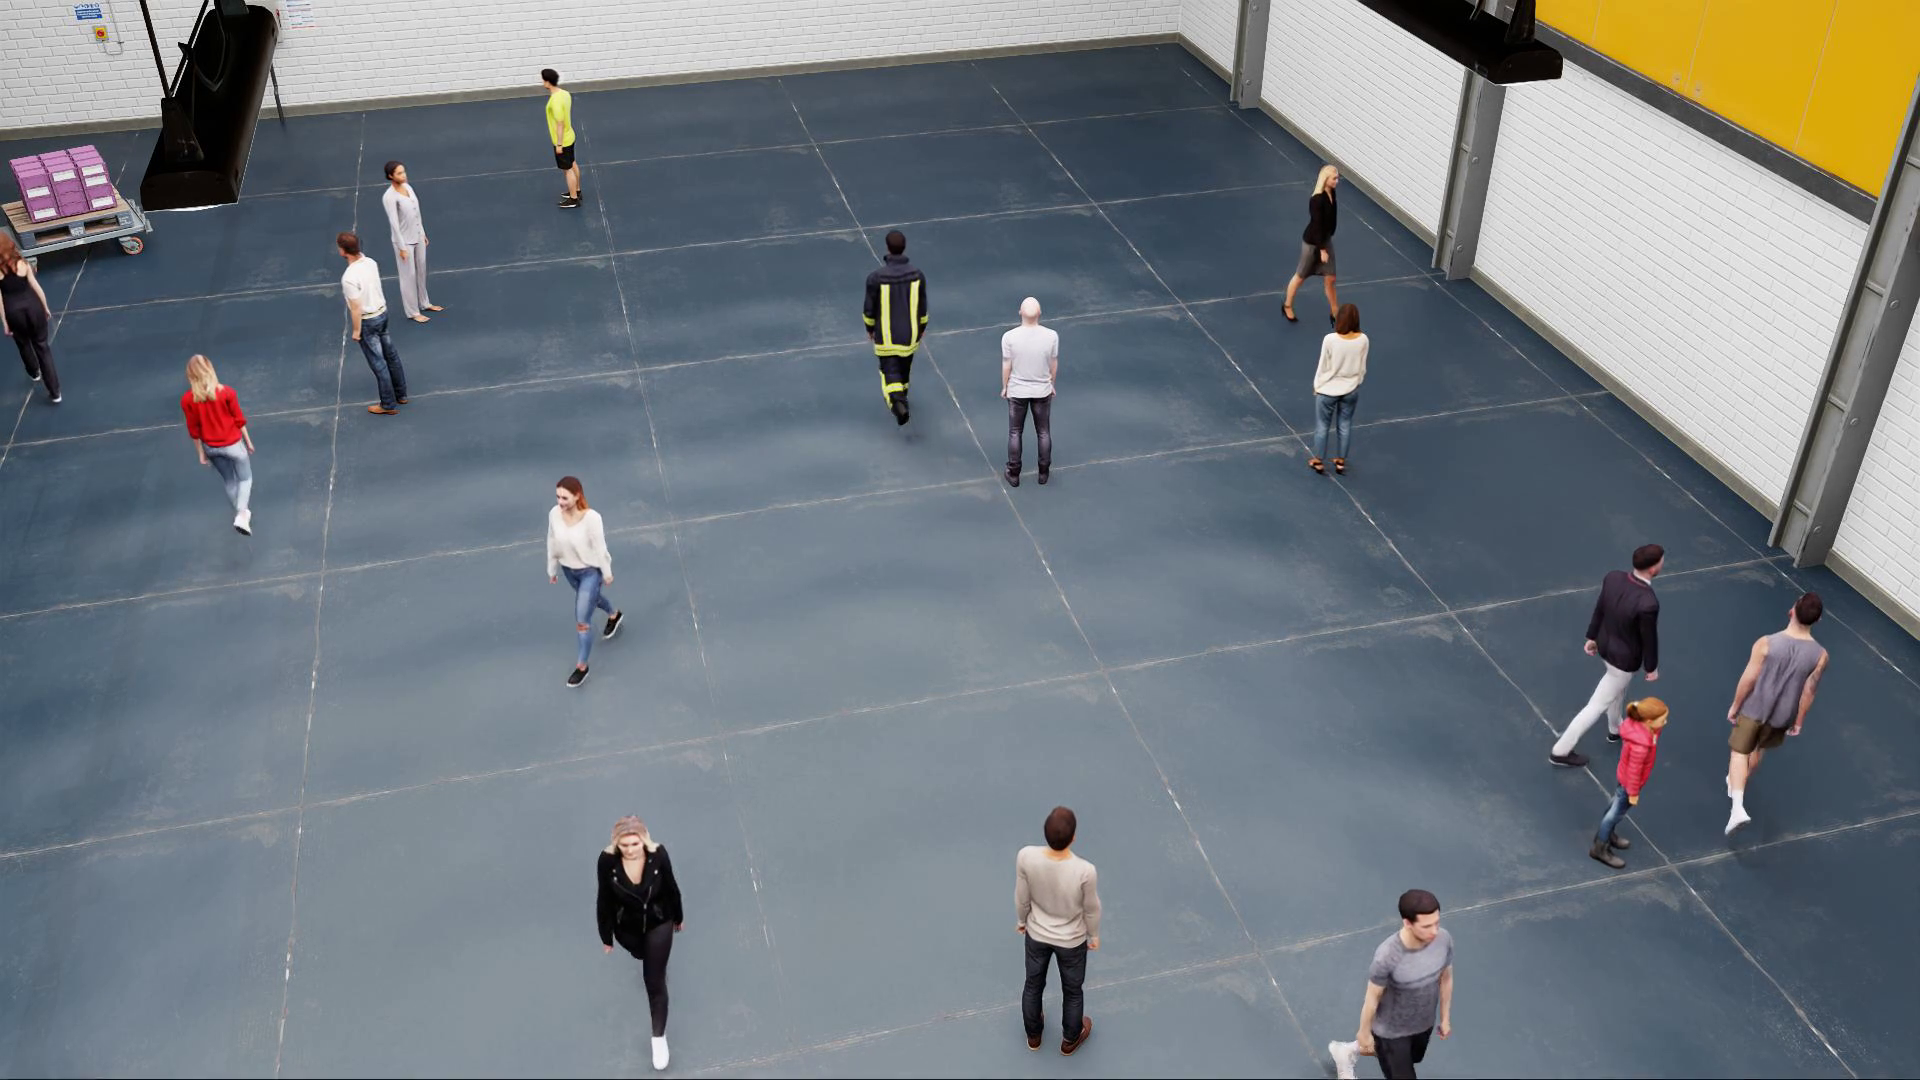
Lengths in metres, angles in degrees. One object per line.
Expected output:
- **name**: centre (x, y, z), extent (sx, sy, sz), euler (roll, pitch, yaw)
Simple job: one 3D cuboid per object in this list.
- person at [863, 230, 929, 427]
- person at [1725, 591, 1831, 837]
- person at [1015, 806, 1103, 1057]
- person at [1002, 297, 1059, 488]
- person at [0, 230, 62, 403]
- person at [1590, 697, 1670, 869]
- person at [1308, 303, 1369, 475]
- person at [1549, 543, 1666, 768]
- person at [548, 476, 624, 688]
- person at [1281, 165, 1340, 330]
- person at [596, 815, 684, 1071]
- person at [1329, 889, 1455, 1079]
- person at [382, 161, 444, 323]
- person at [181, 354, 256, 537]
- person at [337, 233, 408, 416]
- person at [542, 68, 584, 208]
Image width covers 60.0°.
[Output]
- **person**: centre (-0.586, -1.976, 15.762), extent (0.771, 1.904, 1.083), euler (-8, 34, -12)
- **person**: centre (5.449, 1.186, 11.183), extent (1.005, 1.822, 1.182), euler (9, 35, 13)
- **person**: centre (0.547, 2.233, 9.461), extent (0.743, 1.870, 0.756), euler (10, 35, 14)
- **person**: centre (0.616, -1.324, 14.845), extent (0.687, 1.833, 0.629), euler (-4, 34, -5)
- **person**: centre (-9.080, -2.137, 16.178), extent (0.794, 1.712, 1.101), euler (-20, 38, -27)
- **person**: centre (4.400, 1.565, 10.968), extent (0.646, 1.315, 0.583), euler (17, 37, 24)
- **person**: centre (3.419, -1.361, 15.042), extent (0.641, 1.678, 0.586), euler (-4, 34, -5)
- **person**: centre (4.538, 0.846, 11.604), extent (0.717, 1.807, 0.990), euler (-7, 34, -11)
- **person**: centre (-2.837, 0.215, 12.695), extent (1.068, 1.651, 1.208), euler (13, 36, 18)
- **person**: centre (3.655, -3.073, 17.502), extent (1.106, 1.805, 0.992), euler (23, 40, 31)
- **person**: centre (-1.865, 2.187, 9.727), extent (0.718, 1.651, 1.146), euler (-6, 34, -9)
- **person**: centre (2.345, 2.533, 9.027), extent (0.805, 1.850, 1.197), euler (-15, 37, -22)
- **person**: centre (-5.911, -3.218, 17.781), extent (0.770, 1.737, 0.654), euler (8, 35, 12)
- **person**: centre (-6.247, -0.749, 14.108), extent (0.648, 1.691, 0.872), euler (-6, 34, -10)
- **person**: centre (-5.641, -2.088, 15.981), extent (0.812, 1.848, 0.698), euler (9, 35, 13)
- **person**: centre (-4.870, -4.920, 20.440), extent (0.738, 1.628, 0.543), euler (0, 34, 0)
